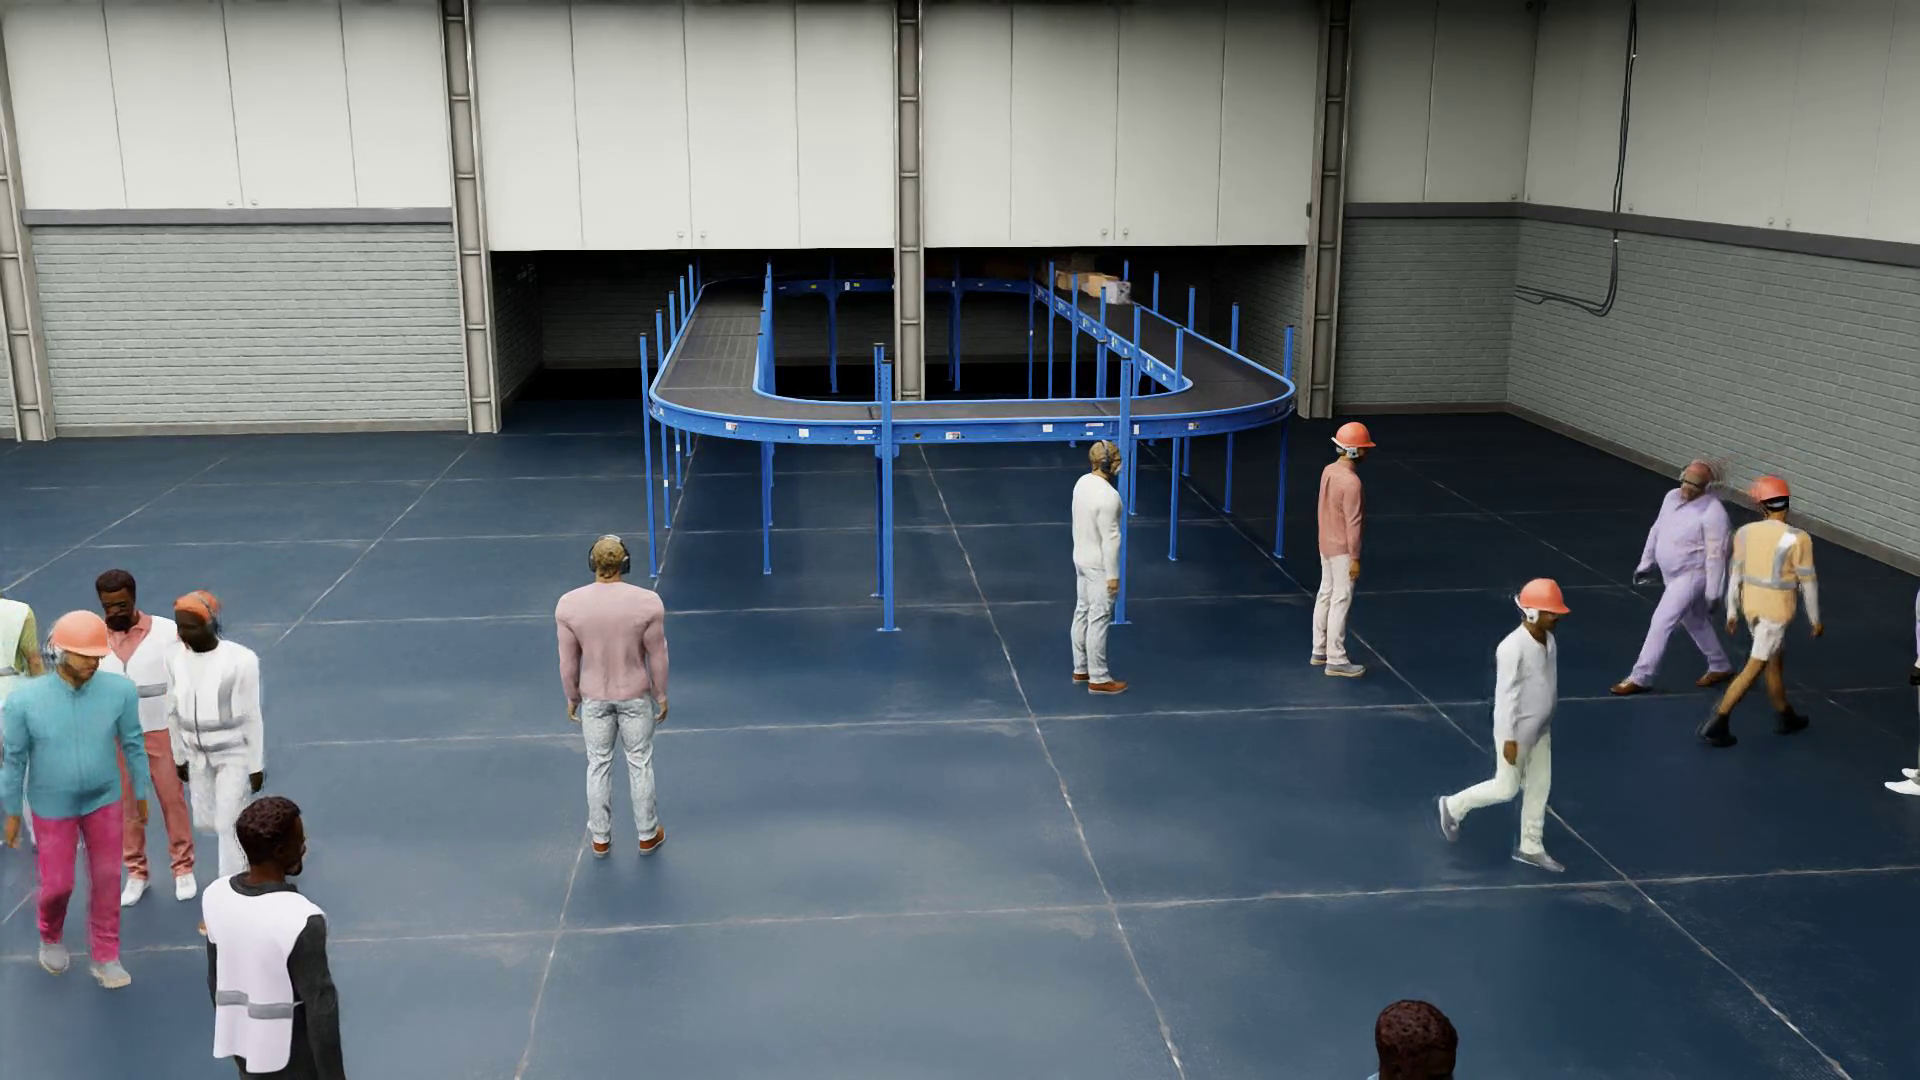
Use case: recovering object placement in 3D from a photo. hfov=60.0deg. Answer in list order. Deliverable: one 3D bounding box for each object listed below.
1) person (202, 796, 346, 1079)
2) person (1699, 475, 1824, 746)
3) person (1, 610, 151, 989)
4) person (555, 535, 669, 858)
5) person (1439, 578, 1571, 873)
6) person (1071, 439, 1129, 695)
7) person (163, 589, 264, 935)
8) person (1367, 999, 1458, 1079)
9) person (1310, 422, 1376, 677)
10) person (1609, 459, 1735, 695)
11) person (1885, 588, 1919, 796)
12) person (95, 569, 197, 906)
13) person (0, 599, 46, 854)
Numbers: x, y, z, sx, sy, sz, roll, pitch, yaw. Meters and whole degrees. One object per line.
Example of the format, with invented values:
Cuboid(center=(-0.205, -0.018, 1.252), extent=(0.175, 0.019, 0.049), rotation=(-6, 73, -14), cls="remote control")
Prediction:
Cuboid(center=(-2.460, 1.847, 6.017), extent=(0.590, 1.916, 0.391), rotation=(8, 16, 29), cls="person")
Cuboid(center=(5.576, 0.493, 11.550), extent=(1.016, 1.864, 0.578), rotation=(-5, 15, -20), cls="person")
Cuboid(center=(-4.348, 1.280, 8.202), extent=(0.666, 1.966, 0.615), rotation=(-13, 19, -43), cls="person")
Cuboid(center=(-2.005, 0.914, 9.707), extent=(0.631, 1.939, 0.370), rotation=(-1, 14, -4), cls="person")
Cuboid(center=(3.188, 1.038, 9.612), extent=(0.558, 1.736, 0.667), rotation=(-12, 19, -40), cls="person")
Cuboid(center=(1.045, 0.197, 12.574), extent=(0.379, 1.940, 0.629), rotation=(-5, 15, -18), cls="person")
Cuboid(center=(-3.957, 1.132, 9.006), extent=(0.582, 1.861, 0.738), rotation=(3, 14, 13), cls="person")
Cuboid(center=(1.181, 2.170, 4.744), extent=(0.398, 1.911, 0.587), rotation=(13, 19, 42), cls="person")
Cuboid(center=(2.998, 0.062, 12.998), extent=(0.396, 1.992, 0.619), rotation=(-2, 14, -9), cls="person")
Cuboid(center=(5.464, 0.273, 12.464), extent=(1.009, 1.844, 0.662), rotation=(-1, 14, -4), cls="person")
Cuboid(center=(6.228, 0.699, 10.595), extent=(0.589, 1.923, 0.383), rotation=(-11, 18, -39), cls="person")
Cuboid(center=(-4.527, 1.069, 9.157), extent=(0.597, 1.908, 0.409), rotation=(-5, 15, -18), cls="person")
Cuboid(center=(-5.615, 0.971, 9.666), extent=(0.567, 1.846, 0.389), rotation=(-6, 15, -22), cls="person")
